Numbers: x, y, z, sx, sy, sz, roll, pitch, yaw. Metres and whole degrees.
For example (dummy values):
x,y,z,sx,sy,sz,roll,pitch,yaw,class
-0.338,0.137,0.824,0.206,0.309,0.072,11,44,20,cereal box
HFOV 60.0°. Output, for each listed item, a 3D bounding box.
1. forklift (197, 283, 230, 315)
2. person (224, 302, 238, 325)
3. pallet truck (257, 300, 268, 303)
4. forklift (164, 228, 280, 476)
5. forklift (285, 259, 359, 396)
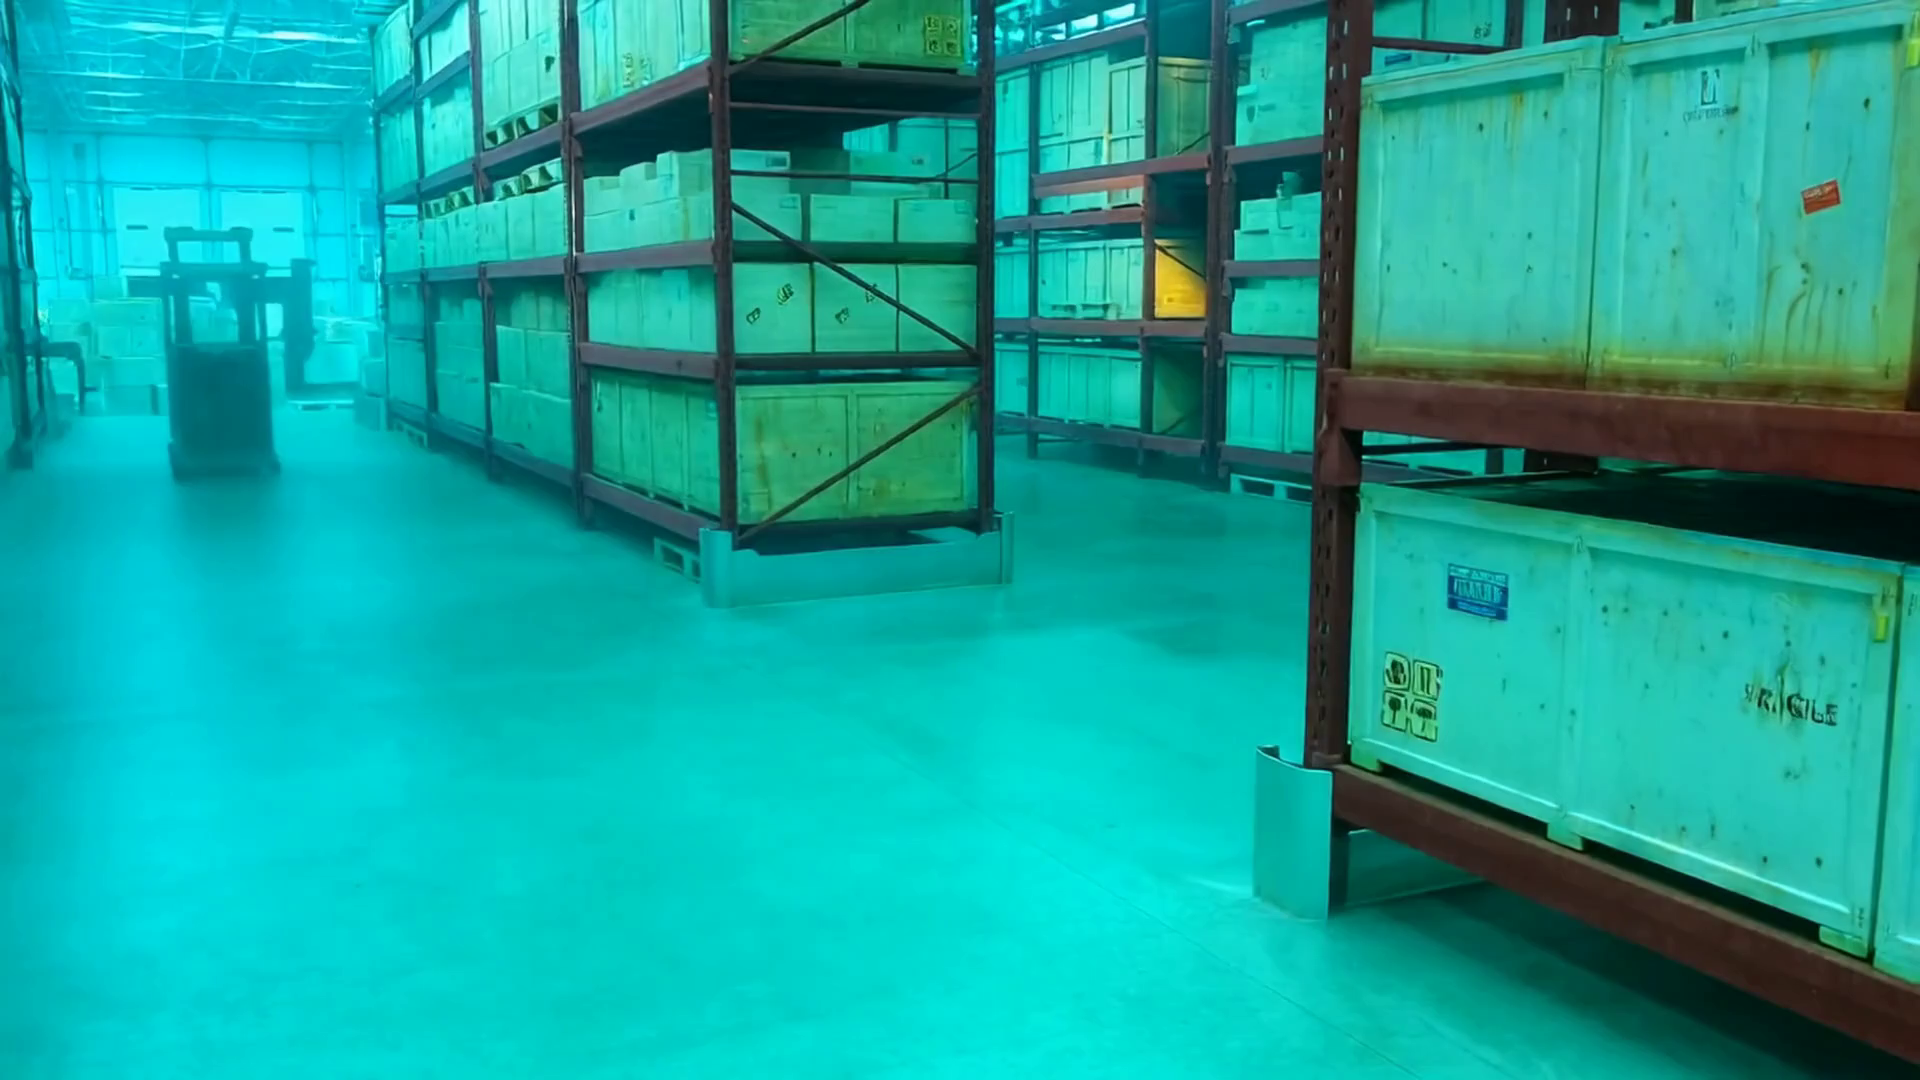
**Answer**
x,y,z,sx,sy,sz,roll,pitch,yaw,class
-22.729,-6.771,50.781,1.873,2.768,1.129,6,10,37,forklift
-20.626,-5.790,47.293,0.628,1.931,0.383,1,8,9,person
-23.913,-7.404,58.171,1.885,1.965,0.823,-1,8,-9,pallet truck
-8.729,-2.236,19.506,1.129,2.768,1.873,-4,9,-26,forklift
-13.358,-4.326,33.916,1.873,2.768,1.129,-4,9,-26,forklift
